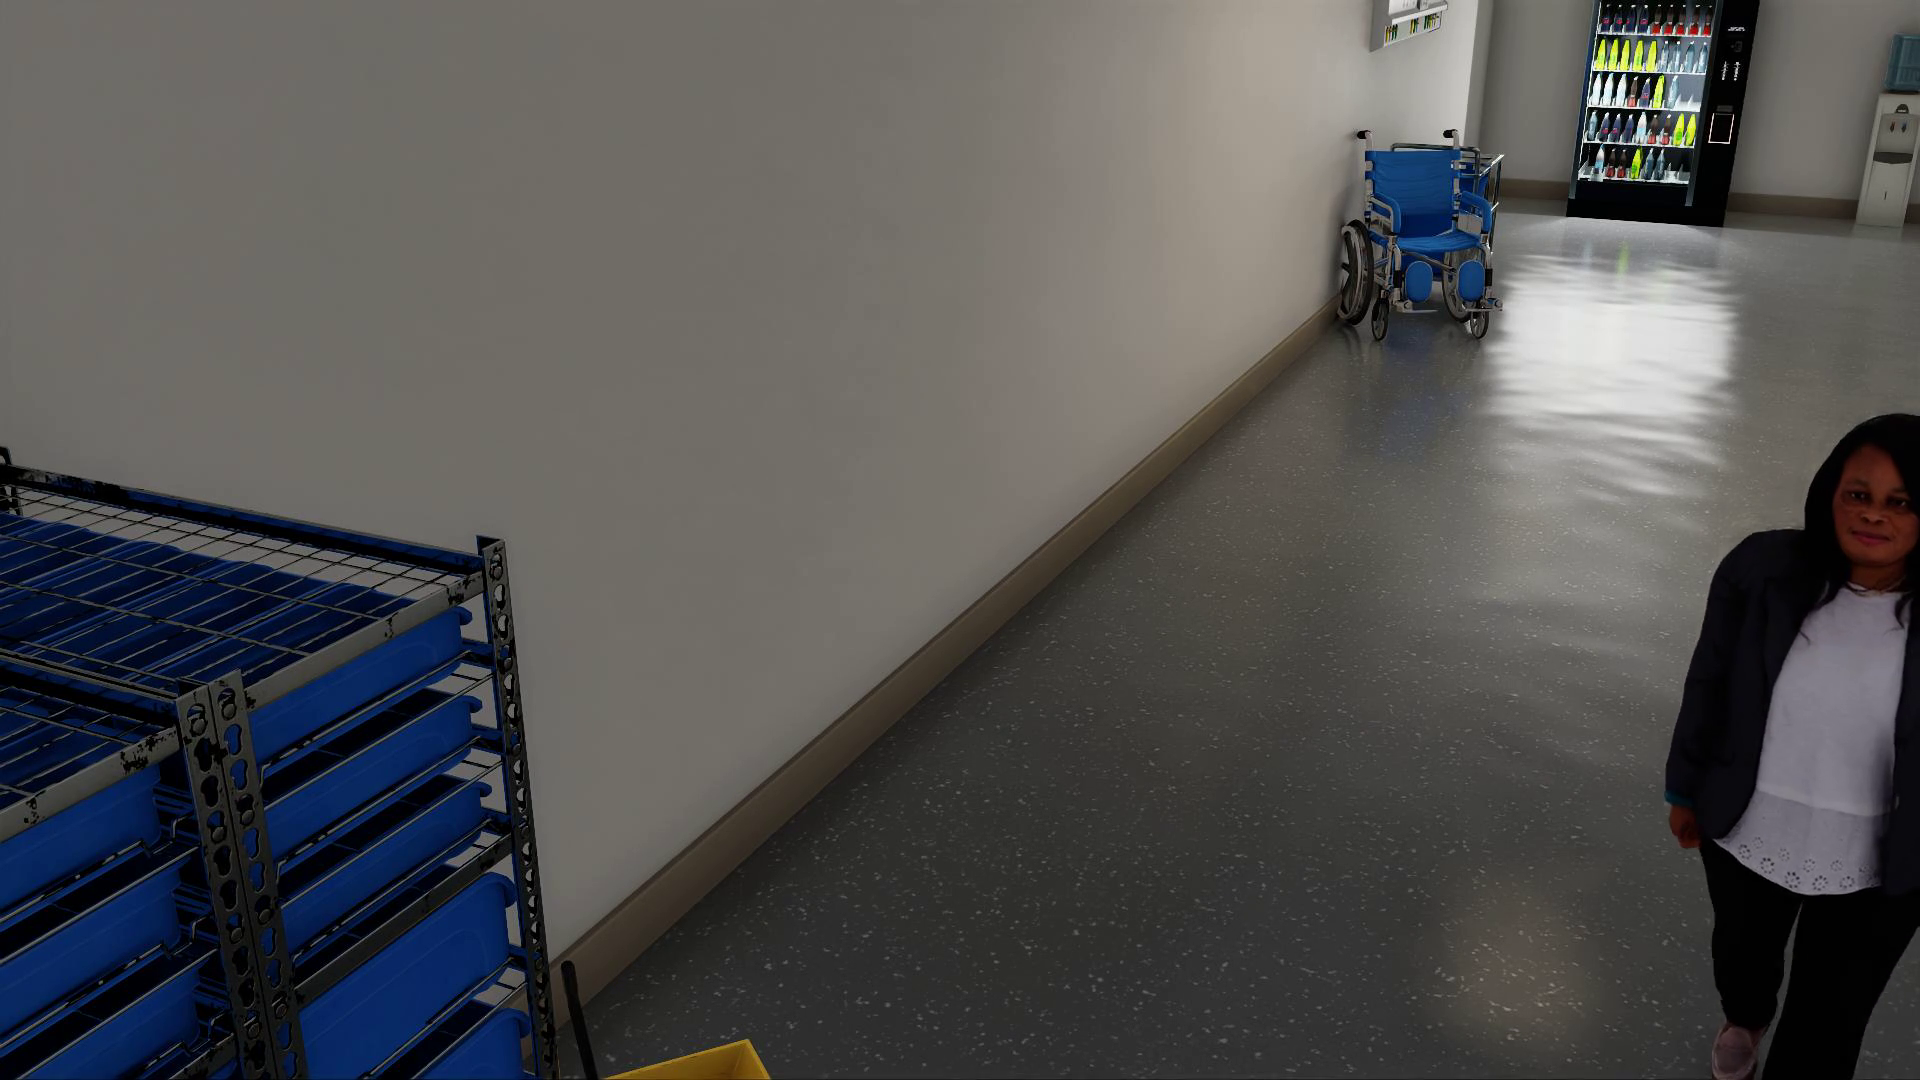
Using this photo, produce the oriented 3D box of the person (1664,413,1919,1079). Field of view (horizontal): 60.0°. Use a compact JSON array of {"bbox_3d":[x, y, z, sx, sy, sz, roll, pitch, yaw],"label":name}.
[{"bbox_3d":[1.666,0.522,3.225,1.007,1.557,0.812,13,24,31],"label":"person"}]
